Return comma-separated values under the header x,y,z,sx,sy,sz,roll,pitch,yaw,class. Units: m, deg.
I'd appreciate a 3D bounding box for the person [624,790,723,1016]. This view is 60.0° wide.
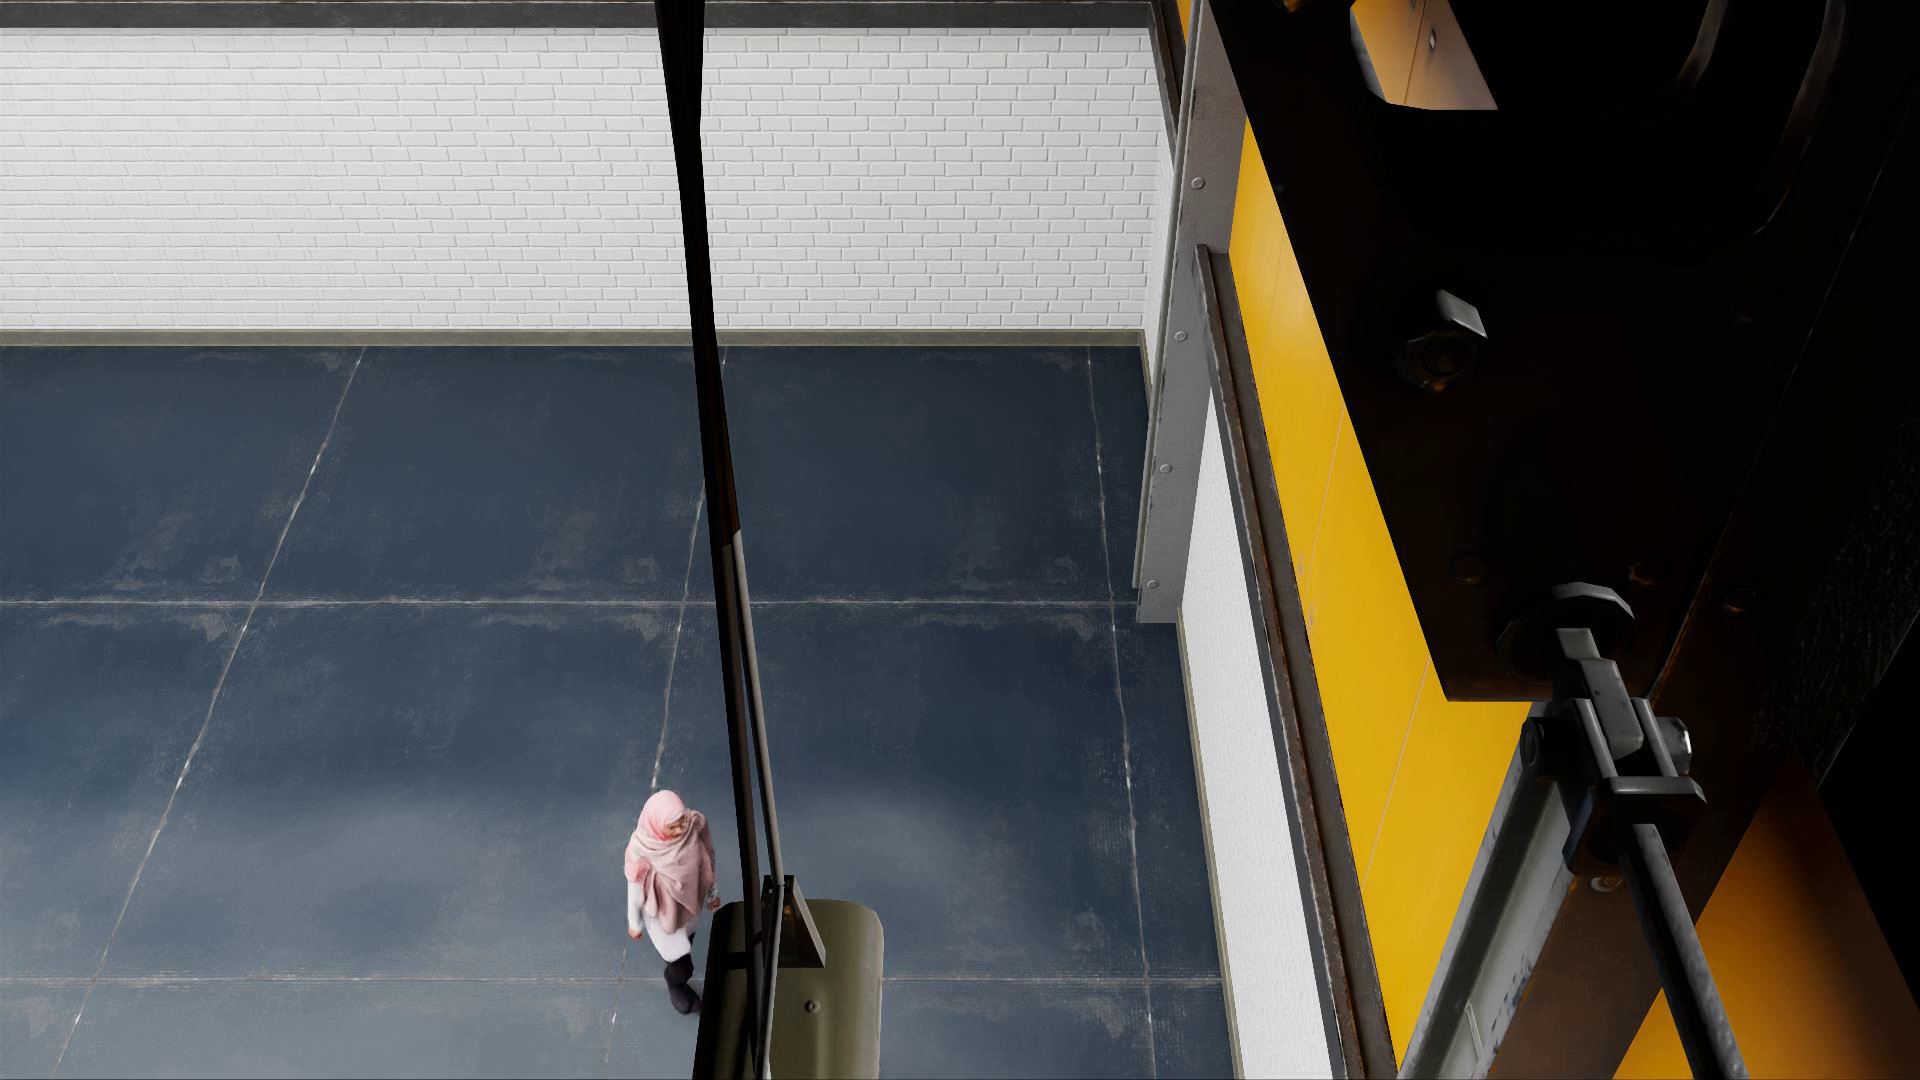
x,y,z,sx,sy,sz,roll,pitch,yaw,class
-1.571,1.883,8.840,0.785,1.789,0.835,-31,51,-28,person
